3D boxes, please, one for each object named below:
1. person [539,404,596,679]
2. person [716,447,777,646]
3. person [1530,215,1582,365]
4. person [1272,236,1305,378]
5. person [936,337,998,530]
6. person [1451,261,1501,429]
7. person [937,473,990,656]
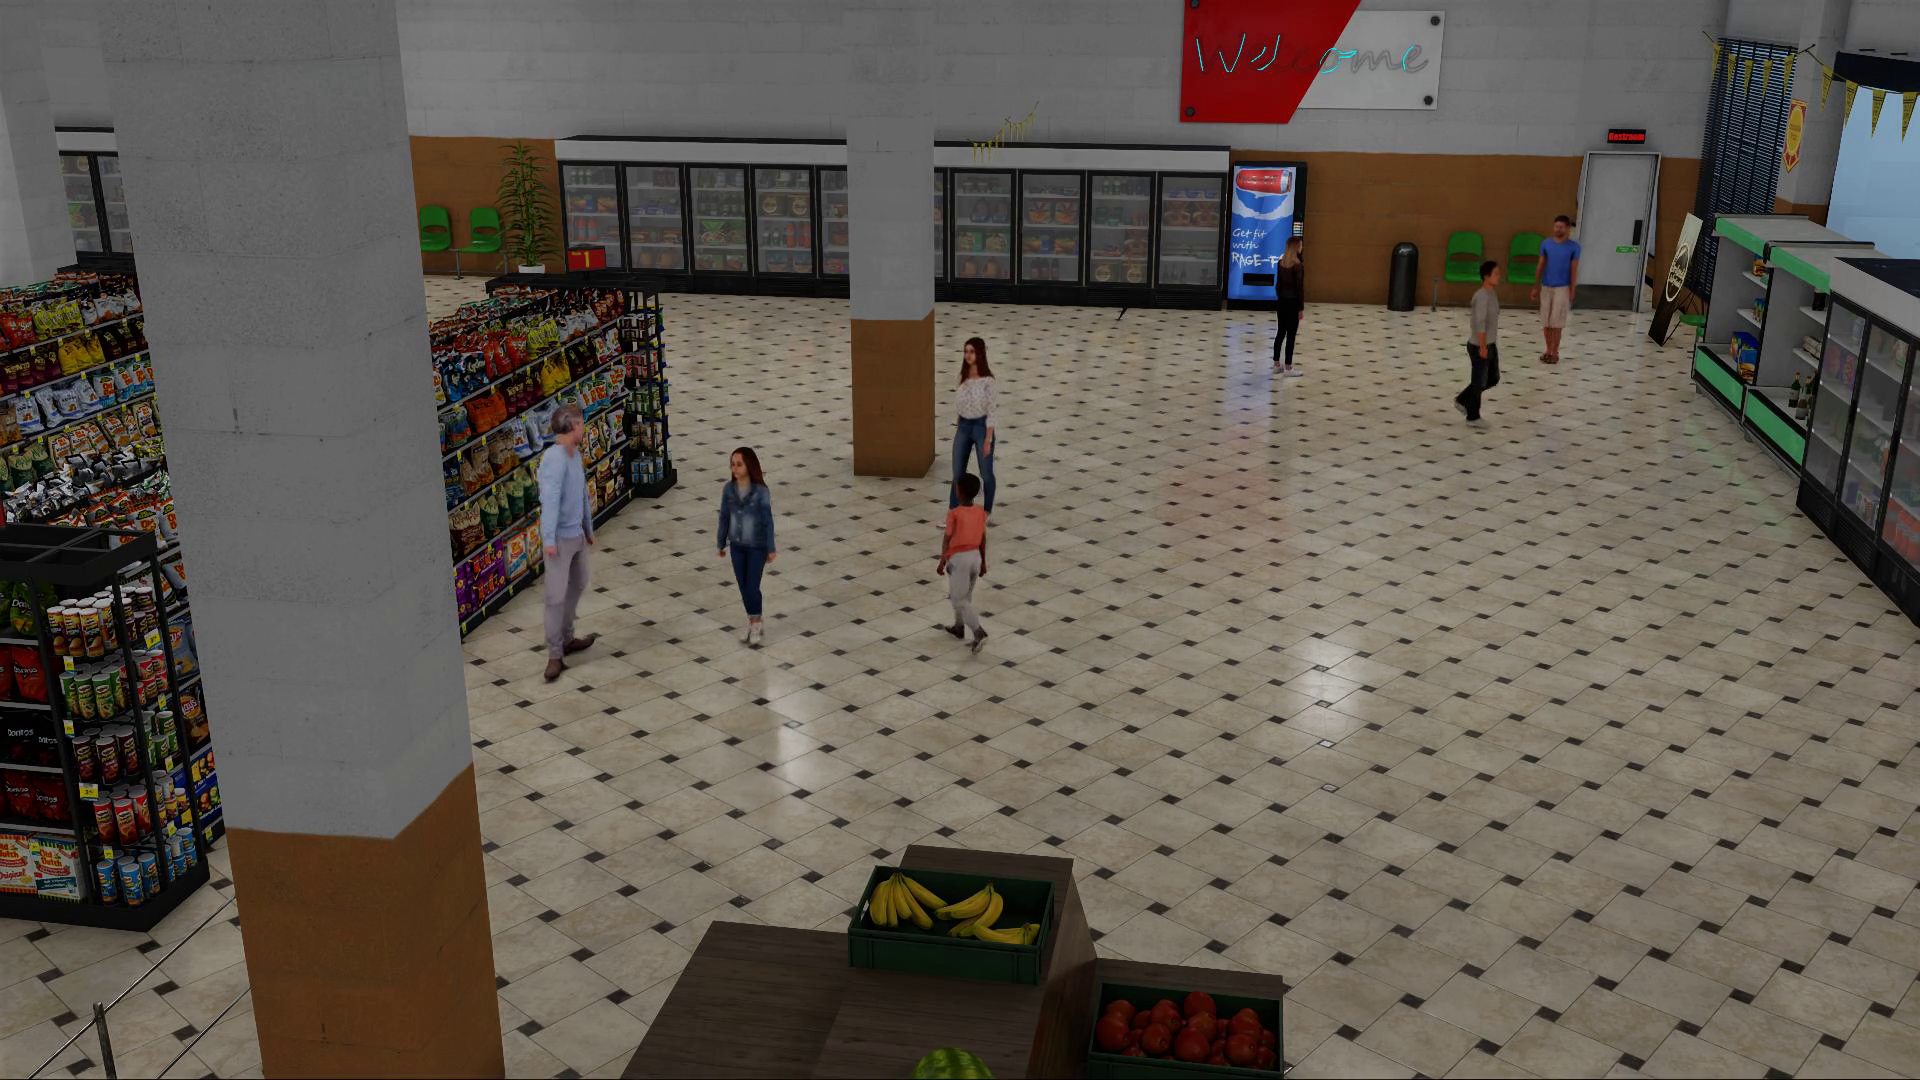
[{"bbox_3d":[-2.809,0.015,11.553,0.930,1.852,0.459,7,20,20],"label":"person"},{"bbox_3d":[-1.502,0.027,12.121,0.641,1.466,0.623,9,20,24],"label":"person"},{"bbox_3d":[7.570,-3.188,21.073,0.817,1.838,0.908,14,23,36],"label":"person"},{"bbox_3d":[4.015,-2.861,20.315,0.722,1.704,0.627,-9,21,-25],"label":"person"},{"bbox_3d":[0.186,-0.936,14.608,0.841,1.701,1.089,11,22,30],"label":"person"},{"bbox_3d":[5.540,-2.102,17.913,0.854,1.800,0.783,11,22,30],"label":"person"},{"bbox_3d":[0.059,0.177,11.945,0.837,1.294,0.912,-12,22,-31],"label":"person"}]
